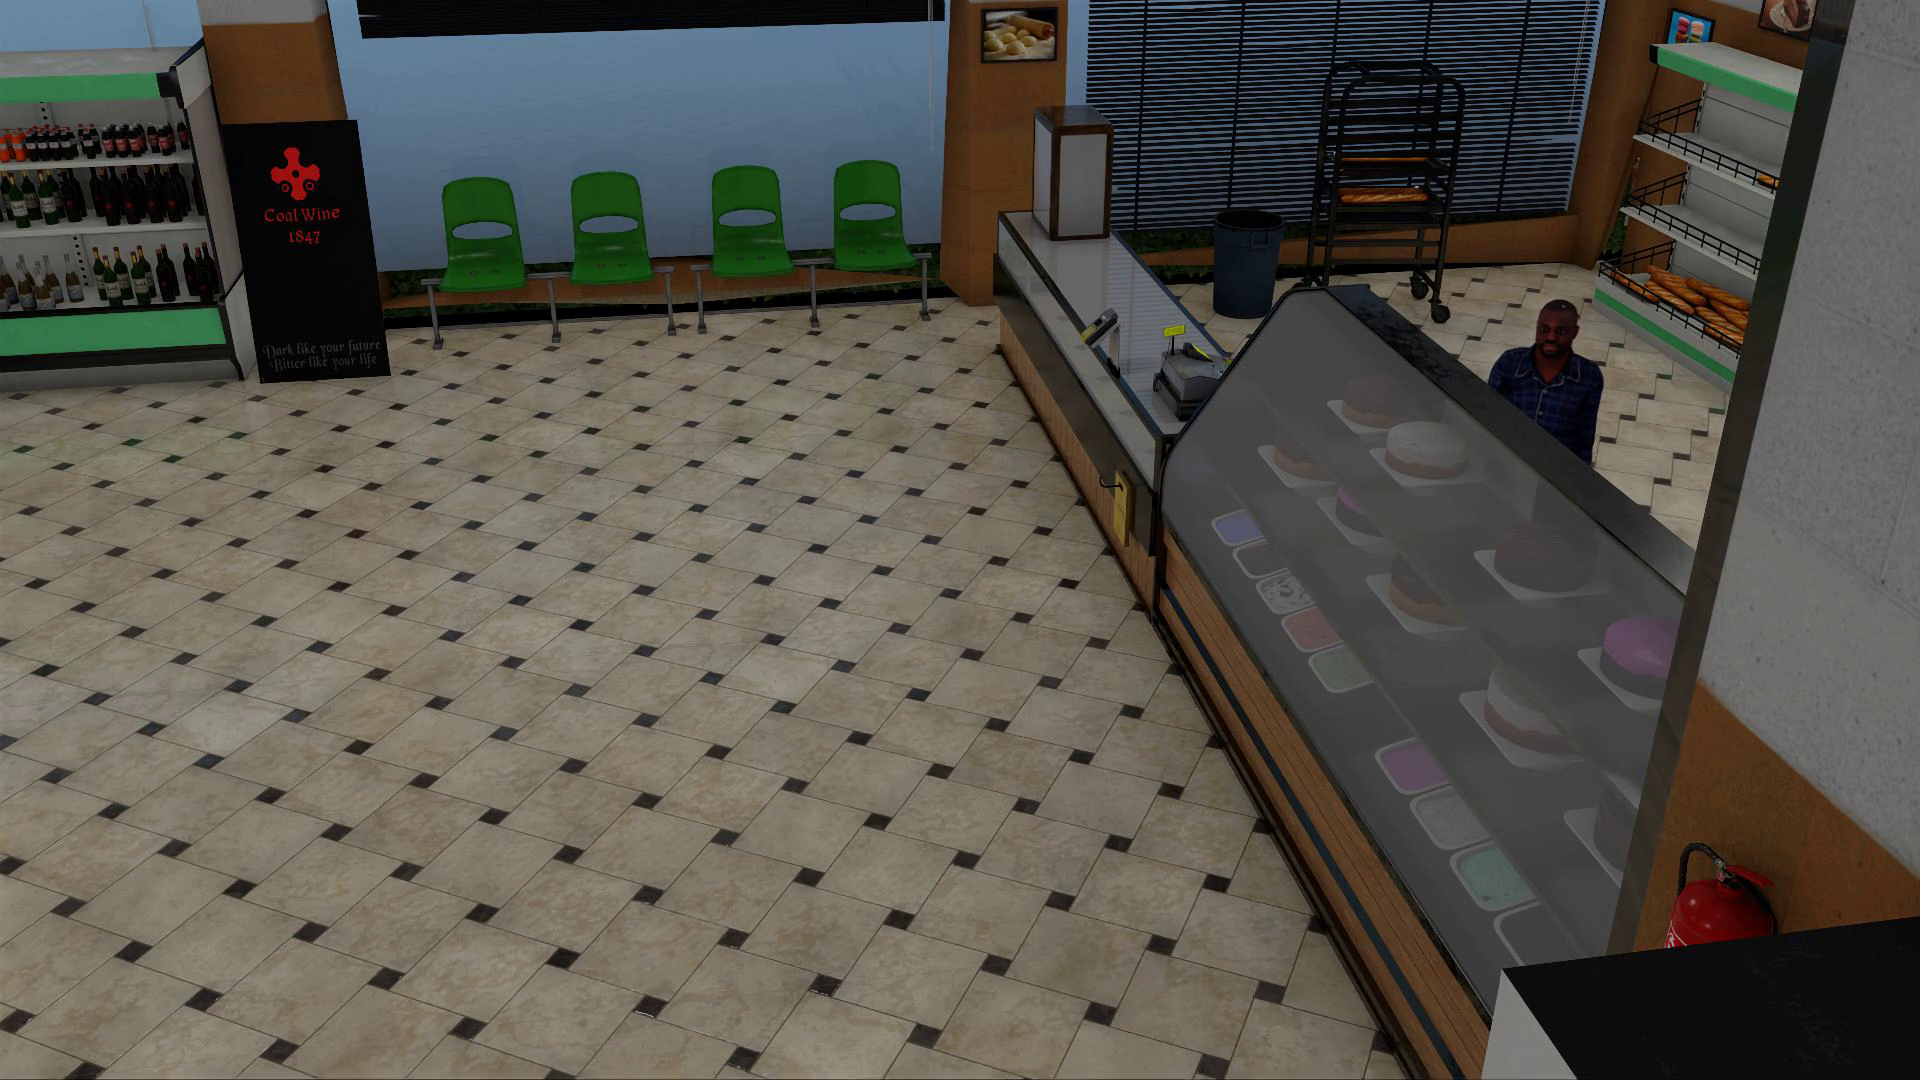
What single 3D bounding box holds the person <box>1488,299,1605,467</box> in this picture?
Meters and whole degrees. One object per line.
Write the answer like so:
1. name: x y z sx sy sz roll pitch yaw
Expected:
1. person: 2.587 -0.231 7.584 0.724 1.824 0.829 11 29 20
